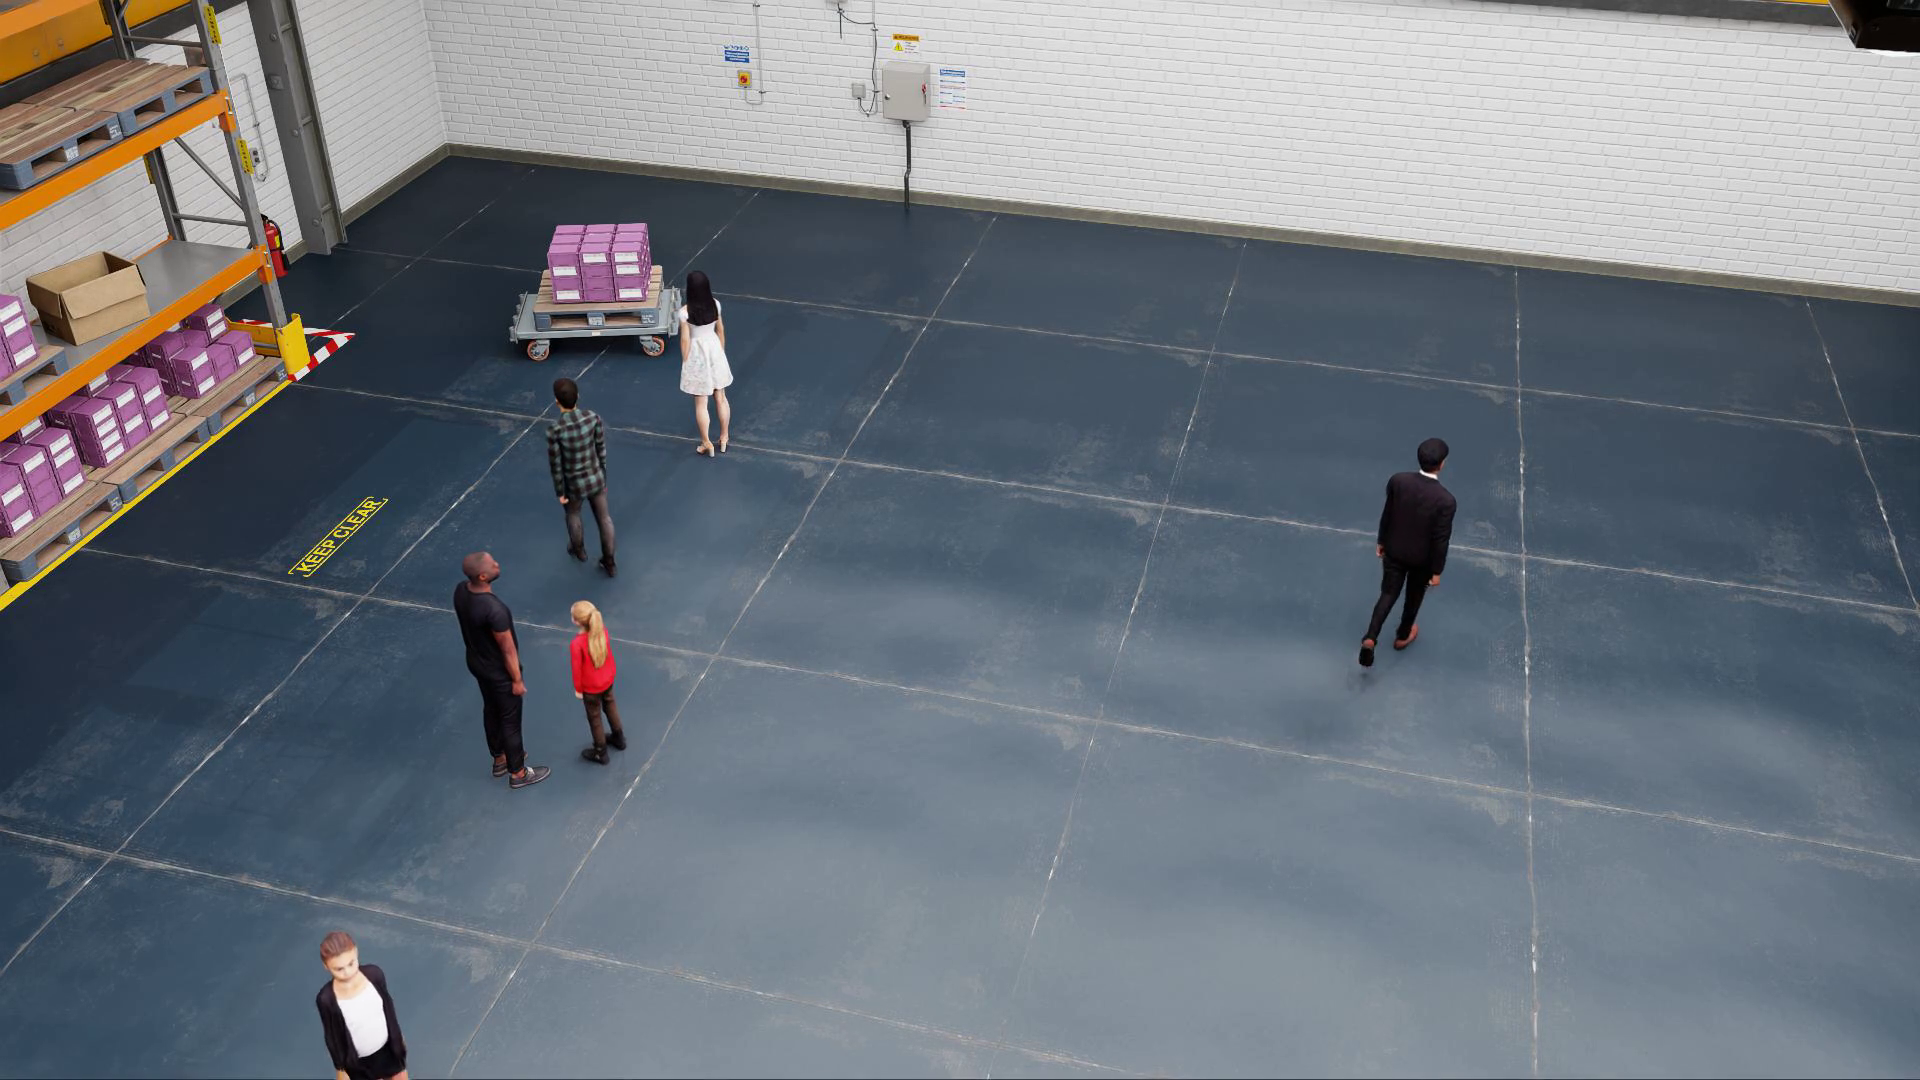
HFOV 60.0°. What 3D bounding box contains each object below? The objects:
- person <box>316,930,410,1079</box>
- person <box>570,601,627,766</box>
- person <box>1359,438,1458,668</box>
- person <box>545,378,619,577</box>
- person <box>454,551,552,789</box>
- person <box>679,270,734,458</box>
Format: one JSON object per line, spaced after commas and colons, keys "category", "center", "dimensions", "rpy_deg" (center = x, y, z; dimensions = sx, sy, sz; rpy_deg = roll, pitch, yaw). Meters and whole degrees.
{"category": "person", "center": [-3.117, 2.594, 8.662], "dimensions": [0.719, 1.544, 0.771], "rpy_deg": [-22, 40, -30]}
{"category": "person", "center": [-2.486, 0.959, 11.359], "dimensions": [0.585, 1.281, 0.476], "rpy_deg": [16, 37, 23]}
{"category": "person", "center": [3.232, 0.117, 12.101], "dimensions": [0.965, 1.863, 1.169], "rpy_deg": [24, 41, 32]}
{"category": "person", "center": [-2.929, -0.459, 13.100], "dimensions": [0.937, 1.697, 0.973], "rpy_deg": [-17, 37, -24]}
{"category": "person", "center": [-3.085, 0.854, 11.033], "dimensions": [0.752, 1.819, 0.751], "rpy_deg": [-28, 43, -35]}
{"category": "person", "center": [-2.252, -1.562, 14.707], "dimensions": [0.769, 1.775, 0.835], "rpy_deg": [-20, 38, -27]}
